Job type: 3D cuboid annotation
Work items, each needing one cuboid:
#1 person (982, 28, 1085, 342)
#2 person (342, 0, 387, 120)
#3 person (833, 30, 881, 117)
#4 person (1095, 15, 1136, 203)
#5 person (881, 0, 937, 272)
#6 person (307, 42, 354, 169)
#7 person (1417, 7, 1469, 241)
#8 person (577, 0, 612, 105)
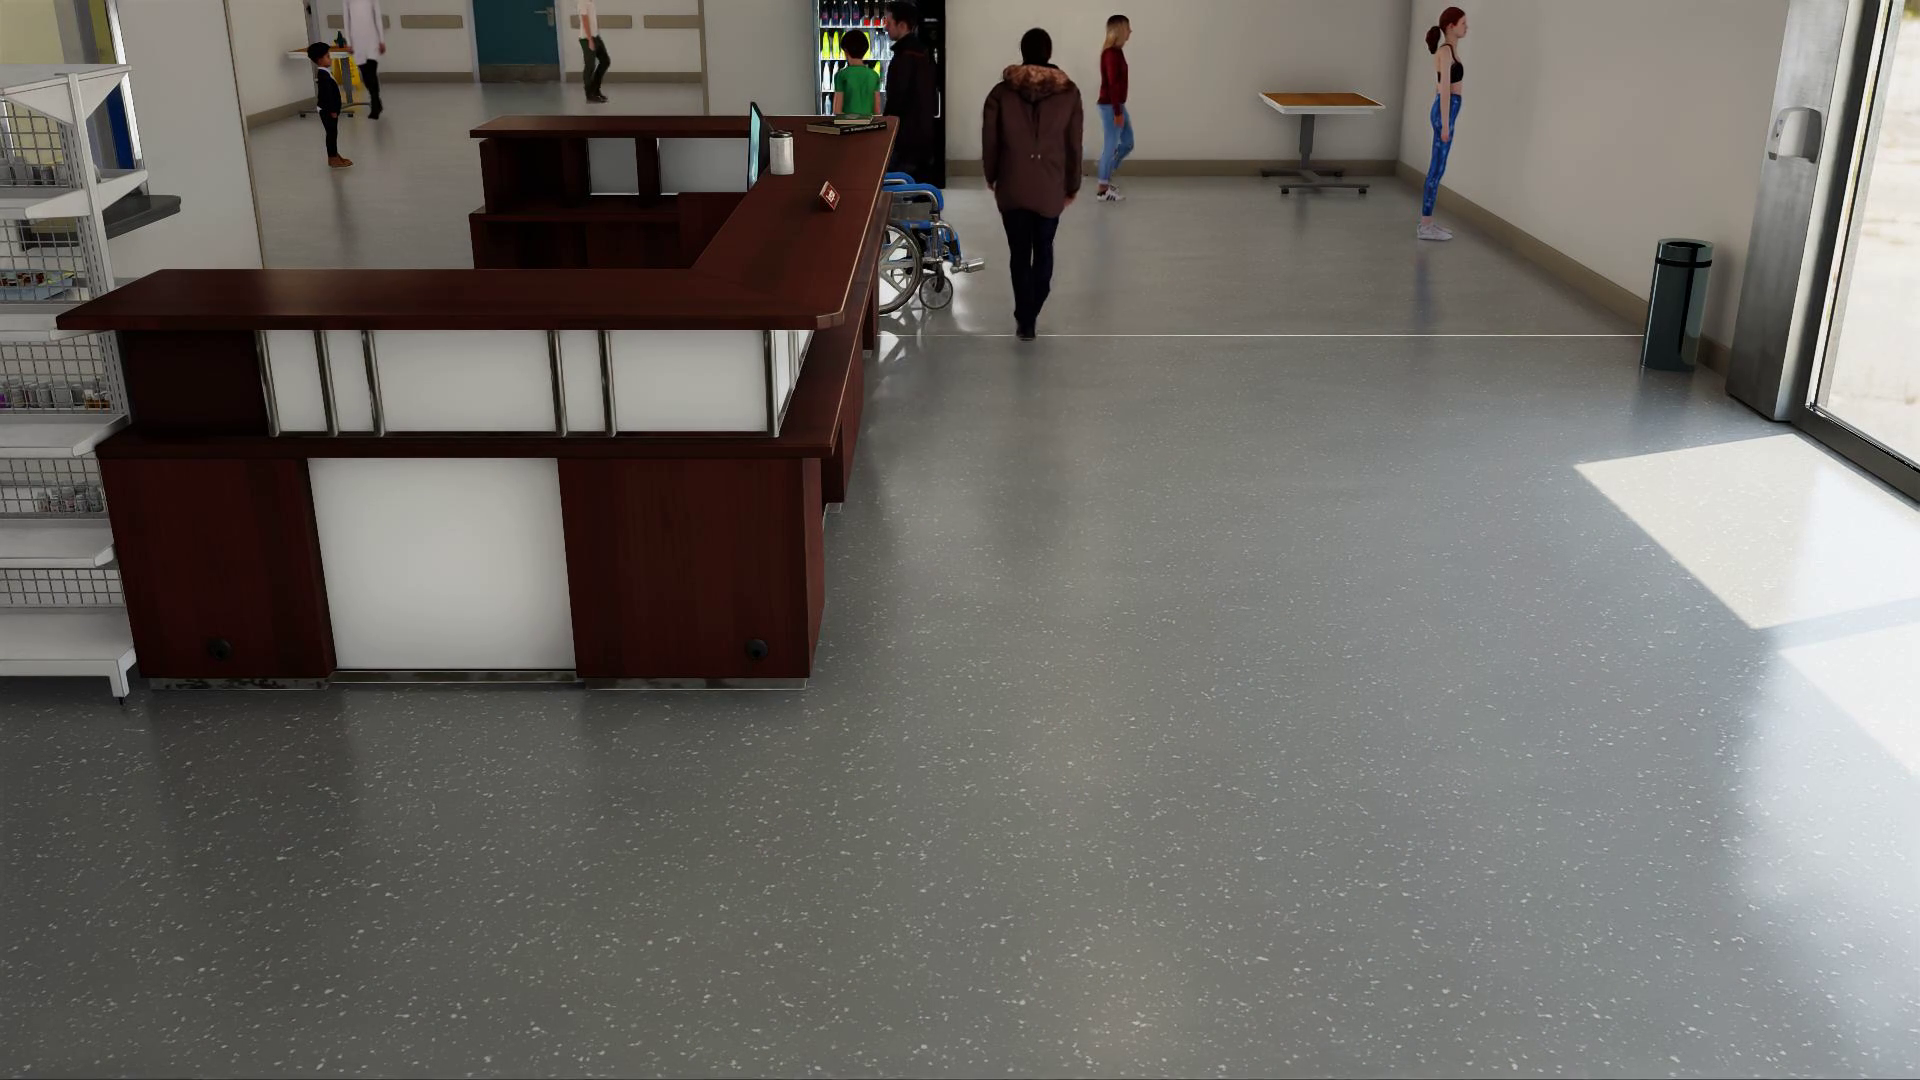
[{"bbox_3d":[0.426,-2.069,9.954,1.128,1.787,0.841,-1,21,-3],"label":"person"},{"bbox_3d":[-7.440,-6.191,20.868,1.141,1.765,0.766,-3,21,-7],"label":"person"},{"bbox_3d":[-0.779,-3.057,12.758,0.632,1.649,0.717,-14,25,-32],"label":"person"},{"bbox_3d":[1.291,-3.842,14.868,0.597,1.621,0.632,3,21,7],"label":"person"},{"bbox_3d":[-0.300,-2.795,11.728,0.855,1.889,0.822,11,23,27],"label":"person"},{"bbox_3d":[-6.428,-4.430,16.922,0.614,1.227,0.583,-10,23,-24],"label":"person"},{"bbox_3d":[3.840,-3.301,13.209,0.650,1.785,0.635,5,21,14],"label":"person"},{"bbox_3d":[-5.082,-6.759,22.532,0.634,1.648,0.649,3,21,9],"label":"person"}]
